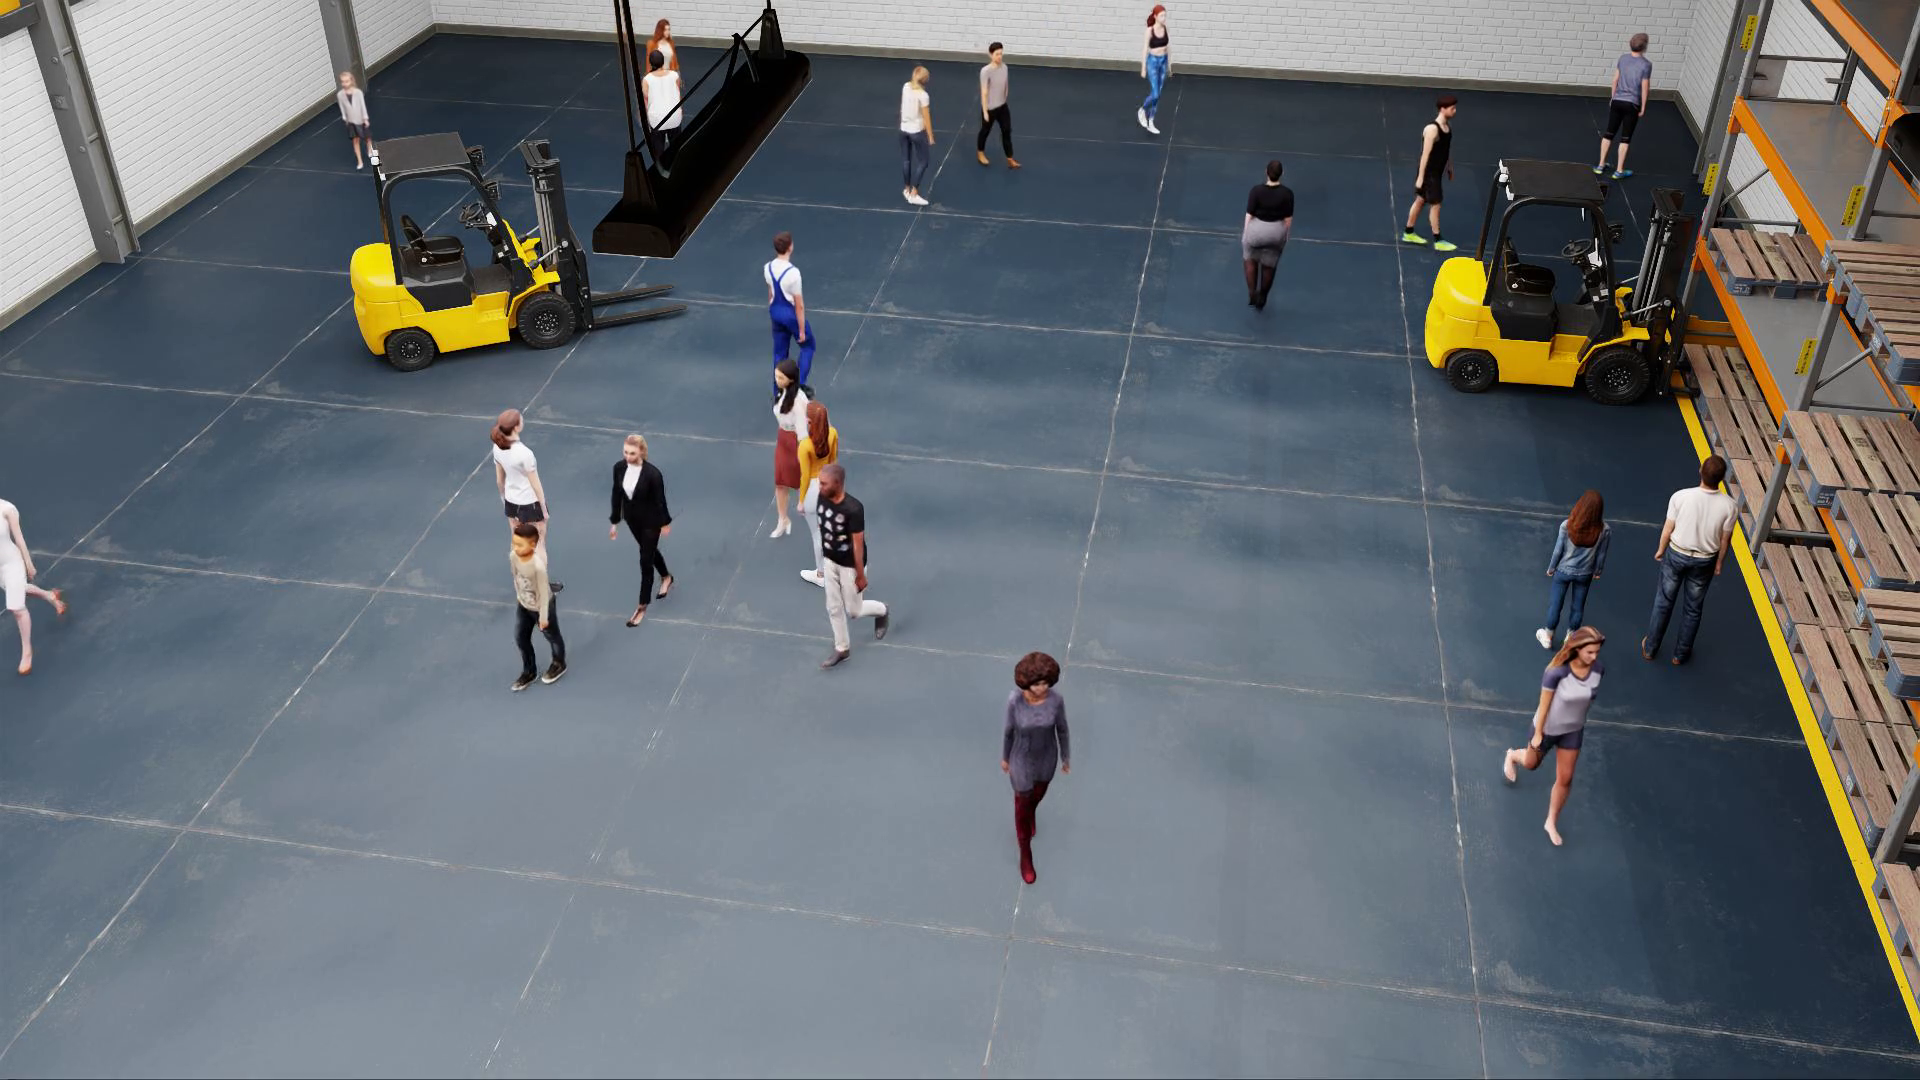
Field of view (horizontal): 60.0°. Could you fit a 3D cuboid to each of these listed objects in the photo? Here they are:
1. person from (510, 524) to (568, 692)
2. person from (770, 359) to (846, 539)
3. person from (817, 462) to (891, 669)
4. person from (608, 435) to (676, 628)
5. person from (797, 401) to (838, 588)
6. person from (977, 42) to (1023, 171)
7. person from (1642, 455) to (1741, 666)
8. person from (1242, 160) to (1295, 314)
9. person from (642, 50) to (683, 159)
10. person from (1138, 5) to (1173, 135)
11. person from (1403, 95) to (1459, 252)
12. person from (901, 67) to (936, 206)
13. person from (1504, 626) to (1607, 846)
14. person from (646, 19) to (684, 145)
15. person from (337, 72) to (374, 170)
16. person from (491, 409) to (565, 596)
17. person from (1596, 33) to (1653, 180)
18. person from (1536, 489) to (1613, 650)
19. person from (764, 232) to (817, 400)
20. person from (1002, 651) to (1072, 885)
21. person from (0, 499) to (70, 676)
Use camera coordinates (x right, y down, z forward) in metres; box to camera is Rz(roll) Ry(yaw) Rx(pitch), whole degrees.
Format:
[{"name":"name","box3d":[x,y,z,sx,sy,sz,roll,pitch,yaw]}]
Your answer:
[{"name":"person","box3d":[-3.243,0.472,12.956,0.712,1.452,0.800,19,38,26]},{"name":"person","box3d":[-1.385,-0.805,14.628,1.050,1.728,1.010,-18,38,-25]},{"name":"person","box3d":[-0.853,0.162,13.125,0.956,1.782,1.096,23,40,31]},{"name":"person","box3d":[-2.559,-0.167,13.723,0.801,1.669,1.066,16,37,22]},{"name":"person","box3d":[-1.174,-0.402,14.003,0.749,1.750,0.660,27,42,34]},{"name":"person","box3d":[0.409,-5.796,22.182,1.062,1.679,1.142,-20,39,-27]},{"name":"person","box3d":[5.729,0.160,13.061,0.715,1.856,0.654,14,36,19]},{"name":"person","box3d":[3.383,-3.313,18.382,0.668,1.749,0.620,5,34,7]},{"name":"person","box3d":[-3.905,-5.622,21.915,0.754,1.685,0.771,-11,35,-15]},{"name":"person","box3d":[2.706,-6.611,23.322,0.752,1.774,0.813,-20,38,-27]},{"name":"person","box3d":[5.577,-4.426,19.949,1.002,1.870,1.016,20,39,27]},{"name":"person","box3d":[-0.615,-5.170,21.148,0.825,1.781,0.813,16,37,23]},{"name":"person","box3d":[4.109,1.253,11.560,0.756,1.697,1.104,-2,34,-3]},{"name":"person","box3d":[-4.190,-6.396,23.078,0.930,1.685,0.950,-28,42,-35]},{"name":"person","box3d":[-8.111,-5.680,22.386,0.677,1.260,0.879,-6,34,-8]},{"name":"person","box3d":[-3.637,-0.297,13.845,0.621,1.750,0.599,13,36,19]},{"name":"person","box3d":[8.766,-5.719,21.880,0.789,1.885,0.745,-24,40,-31]},{"name":"person","box3d":[4.910,0.240,13.283,0.562,1.477,0.492,5,34,7]},{"name":"person","box3d":[-1.775,-2.135,16.534,0.789,1.834,0.853,20,39,27]},{"name":"person","box3d":[0.495,1.435,11.298,0.797,1.684,0.998,-5,34,-7]},{"name":"person","box3d":[-7.476,0.165,13.137,0.589,1.764,1.078,4,34,6]}]
